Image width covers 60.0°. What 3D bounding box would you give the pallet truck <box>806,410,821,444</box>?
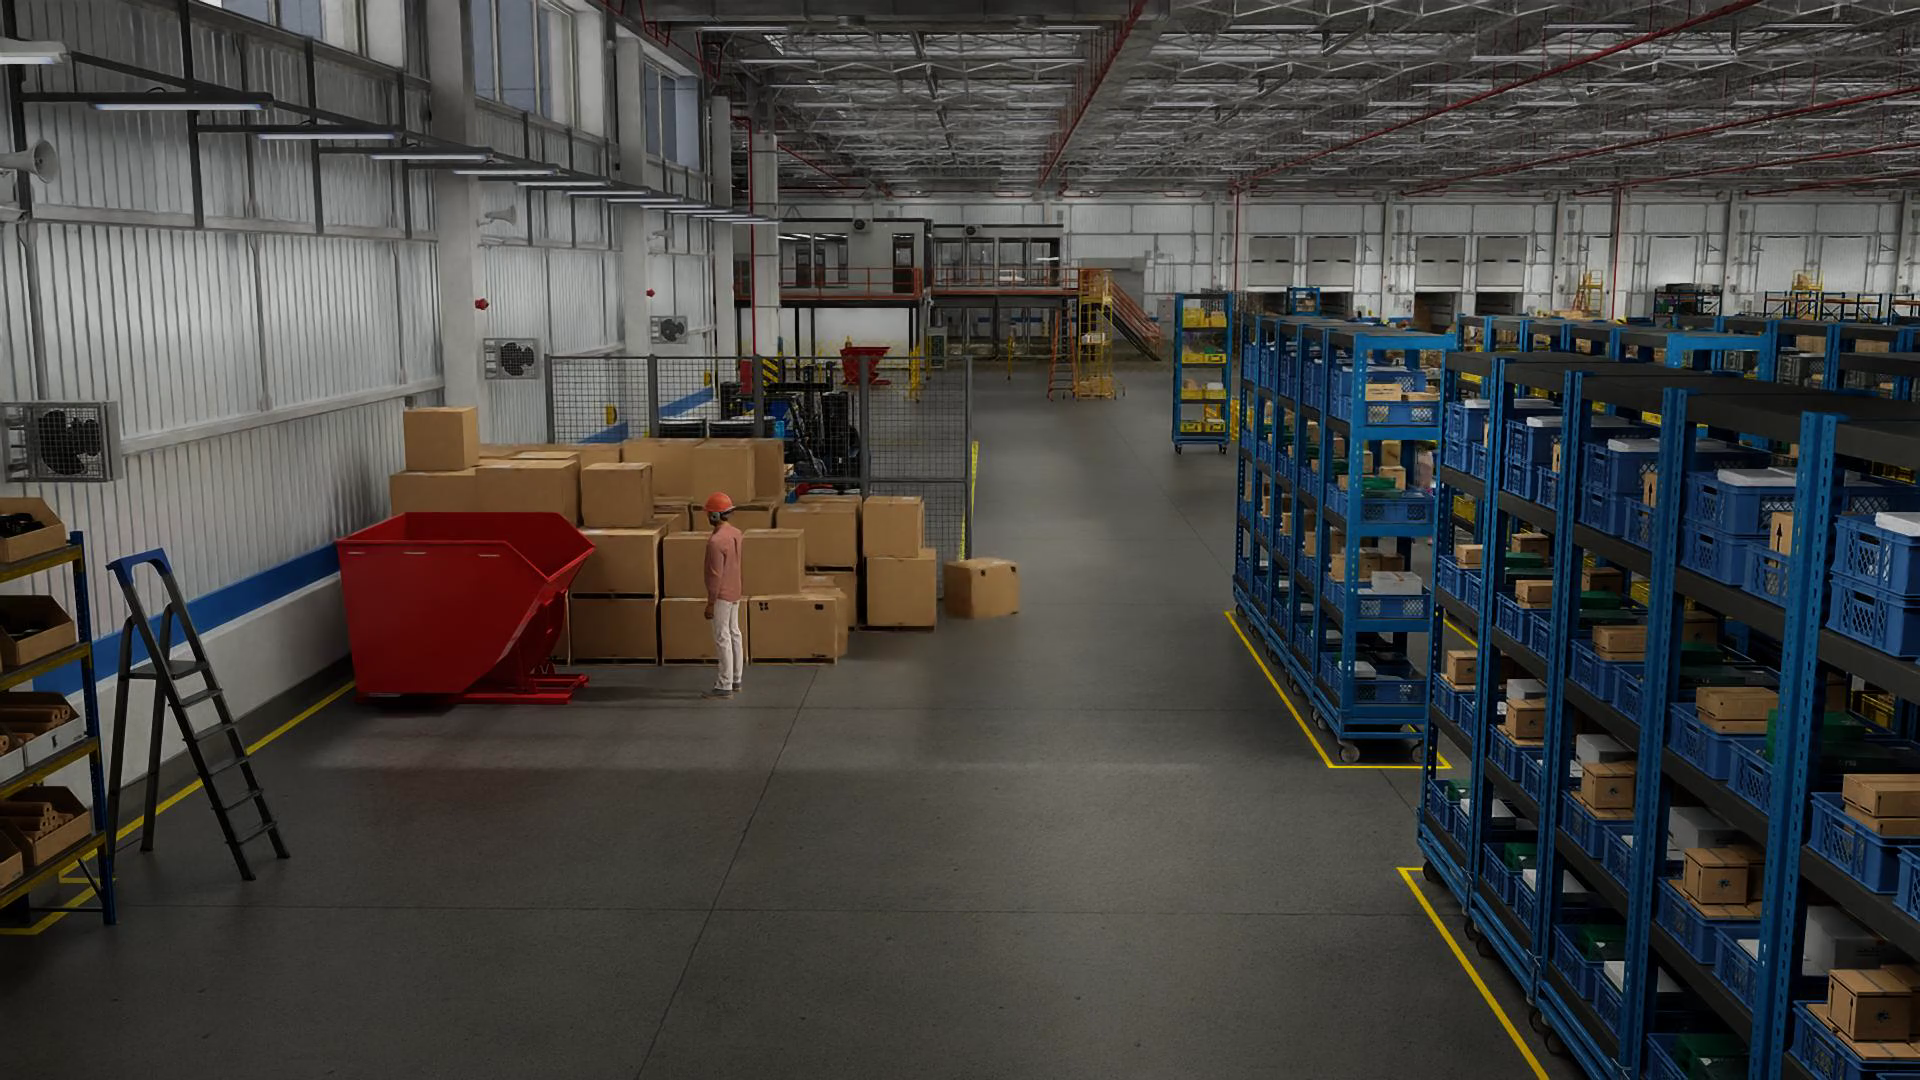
[{"bbox_3d":[-3.559,-2.018,33.905,1.522,1.261,0.704,0,9,-1],"label":"pallet truck"}]

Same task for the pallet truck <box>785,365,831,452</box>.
[{"bbox_3d":[-3.774,-2.976,37.635,1.885,1.965,0.823,1,9,5],"label":"pallet truck"}]

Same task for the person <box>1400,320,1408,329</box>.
[{"bbox_3d":[20.054,-9.049,75.436,0.978,1.882,0.572,-3,10,-17],"label":"person"}]

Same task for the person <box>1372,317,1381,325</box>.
[{"bbox_3d":[20.031,-9.819,80.298,0.739,1.850,0.359,8,12,40],"label":"person"}]

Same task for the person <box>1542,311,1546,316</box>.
[{"bbox_3d":[31.941,-11.553,90.931,0.632,1.865,1.012,9,13,44],"label":"person"}]

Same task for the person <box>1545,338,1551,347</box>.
[{"bbox_3d":[19.940,-5.937,56.398,0.404,1.837,0.589,8,12,42],"label":"person"}]

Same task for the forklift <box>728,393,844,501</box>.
[{"bbox_3d":[-2.979,-1.316,26.476,2.680,1.987,1.157,0,9,1],"label":"forklift"}]

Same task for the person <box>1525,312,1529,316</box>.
[{"bbox_3d":[30.887,-11.498,90.617,0.581,1.868,0.394,3,10,16],"label":"person"}]

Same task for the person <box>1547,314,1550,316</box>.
[{"bbox_3d":[30.015,-10.606,85.012,0.898,1.888,0.617,-1,9,-9],"label":"person"}]

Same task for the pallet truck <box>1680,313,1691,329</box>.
[{"bbox_3d":[36.315,-10.531,84.244,0.823,1.965,1.885,-6,11,-33],"label":"pallet truck"}]

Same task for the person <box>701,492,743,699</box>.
[{"bbox_3d":[-2.287,0.532,16.005,0.376,1.995,0.612,2,9,14],"label":"person"}]

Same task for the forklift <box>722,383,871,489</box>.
[{"bbox_3d":[-2.893,-1.687,28.729,2.680,1.987,1.157,0,9,-1],"label":"forklift"}]

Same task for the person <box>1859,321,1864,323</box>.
[{"bbox_3d":[41.433,-9.199,76.564,0.505,1.835,0.943,1,9,4],"label":"person"}]

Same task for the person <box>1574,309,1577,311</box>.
[{"bbox_3d":[34.285,-11.897,92.849,0.358,1.938,0.545,2,9,14],"label":"person"}]

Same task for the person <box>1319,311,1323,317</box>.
[{"bbox_3d":[20.835,-12.376,96.256,0.961,1.795,0.632,2,9,10],"label":"person"}]

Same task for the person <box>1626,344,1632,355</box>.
[{"bbox_3d":[23.471,-6.215,58.788,0.533,1.607,0.544,-6,11,-32],"label":"person"}]

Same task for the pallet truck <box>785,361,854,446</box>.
[{"bbox_3d":[-3.410,-3.193,38.978,1.885,1.965,0.823,0,9,-1],"label":"pallet truck"}]

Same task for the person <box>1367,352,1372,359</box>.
[{"bbox_3d":[11.230,-4.176,45.309,0.754,1.914,0.557,1,9,7],"label":"person"}]

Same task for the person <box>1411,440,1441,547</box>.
[{"bbox_3d":[6.939,-0.743,24.652,0.734,1.730,0.560,7,12,39],"label":"person"}]

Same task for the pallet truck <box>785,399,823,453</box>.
[{"bbox_3d":[-3.814,-2.432,36.419,1.630,1.274,0.653,0,9,1],"label":"pallet truck"}]

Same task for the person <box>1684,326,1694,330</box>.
[{"bbox_3d":[32.606,-8.960,74.417,0.636,2.000,0.694,6,11,33],"label":"person"}]

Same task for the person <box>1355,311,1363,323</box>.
[{"bbox_3d":[21.805,-11.502,90.511,0.620,1.900,0.660,-9,13,-44],"label":"person"}]

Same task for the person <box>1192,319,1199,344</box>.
[{"bbox_3d":[13.137,-11.894,92.801,0.615,1.946,0.391,5,11,29],"label":"person"}]

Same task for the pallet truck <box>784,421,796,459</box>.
[{"bbox_3d":[-4.013,-1.793,32.705,1.601,1.201,0.680,0,9,1],"label":"pallet truck"}]

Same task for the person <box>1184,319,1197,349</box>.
[{"bbox_3d":[11.737,-10.488,84.334,0.617,1.874,0.933,-1,9,-8],"label":"person"}]

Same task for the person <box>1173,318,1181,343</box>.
[{"bbox_3d":[10.532,-9.831,80.398,0.514,1.842,0.328,-7,11,-36],"label":"person"}]
